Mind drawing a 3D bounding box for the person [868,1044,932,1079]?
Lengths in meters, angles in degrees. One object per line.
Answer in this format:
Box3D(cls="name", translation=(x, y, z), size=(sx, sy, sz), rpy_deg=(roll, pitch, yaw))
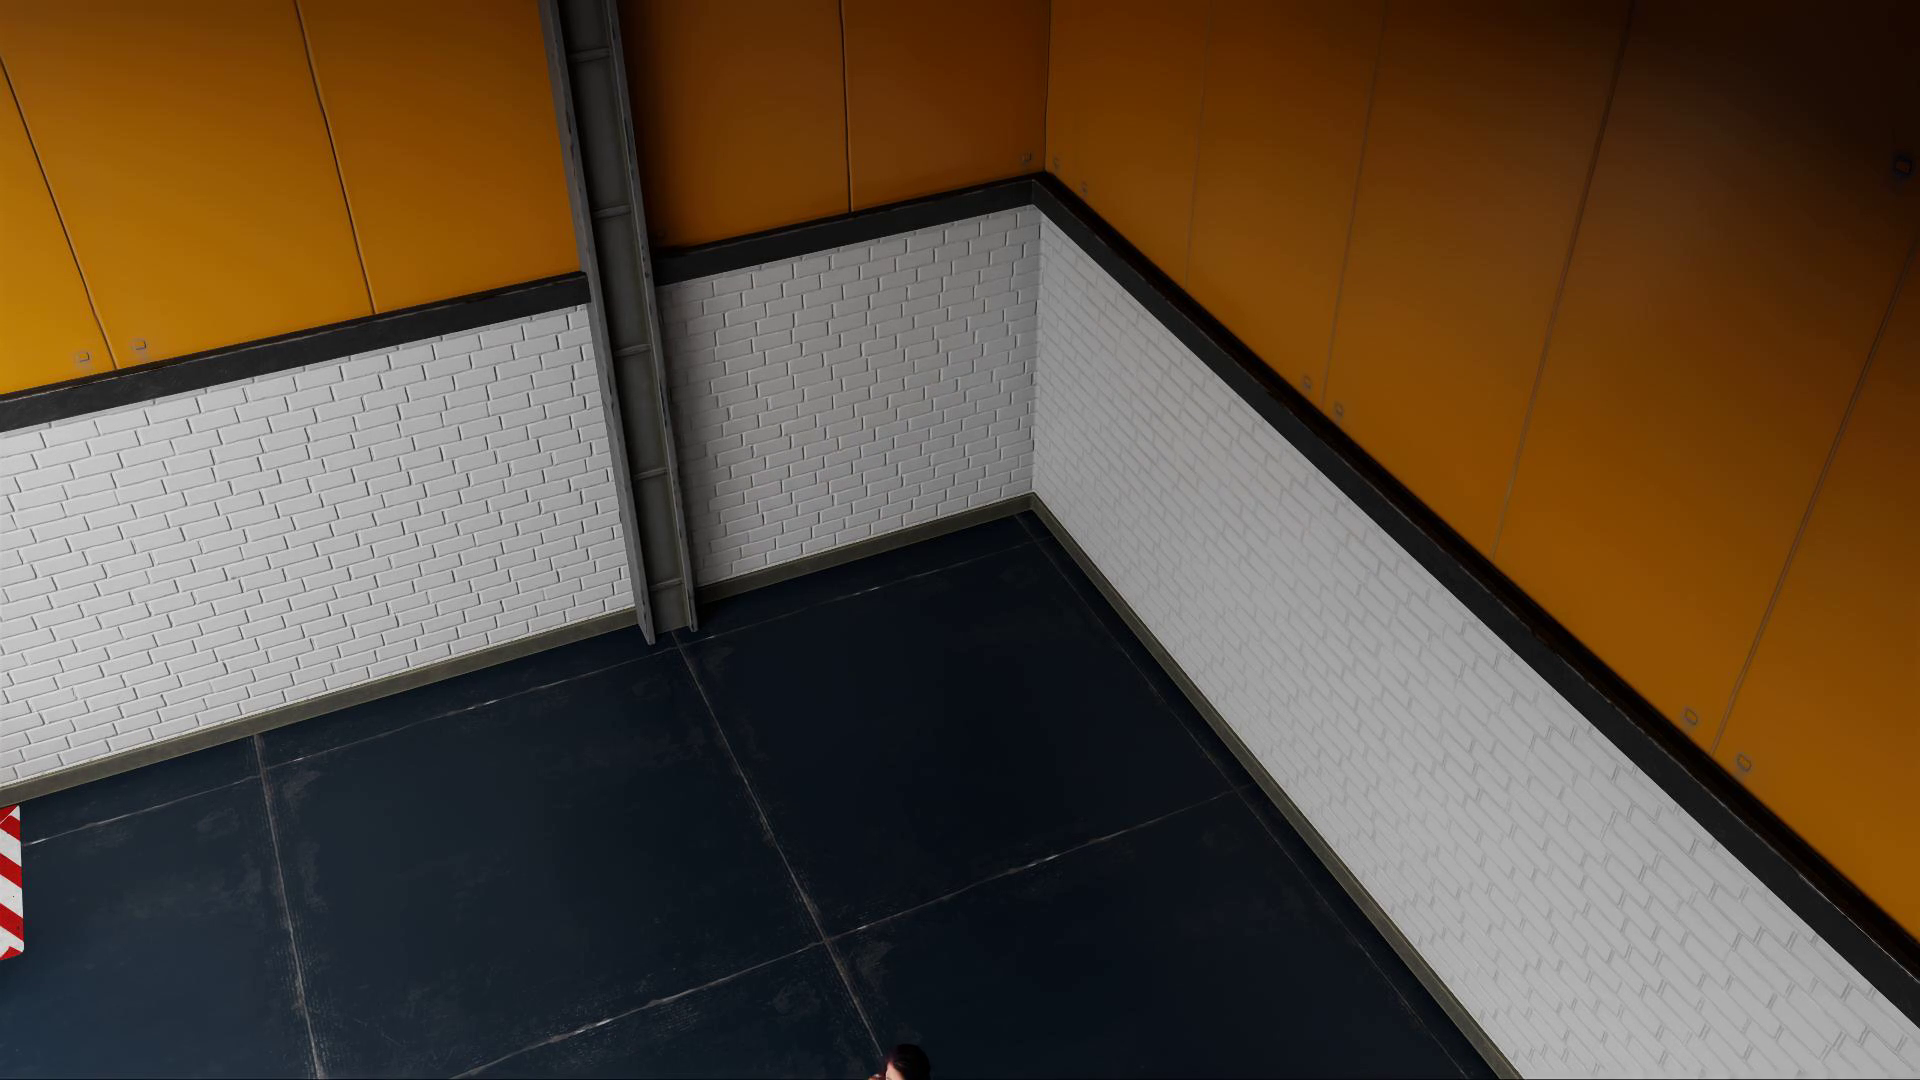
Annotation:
Box3D(cls="person", translation=(-0.340, 3.115, 8.243), size=(0.799, 1.650, 0.852), rpy_deg=(21, 43, 24))
